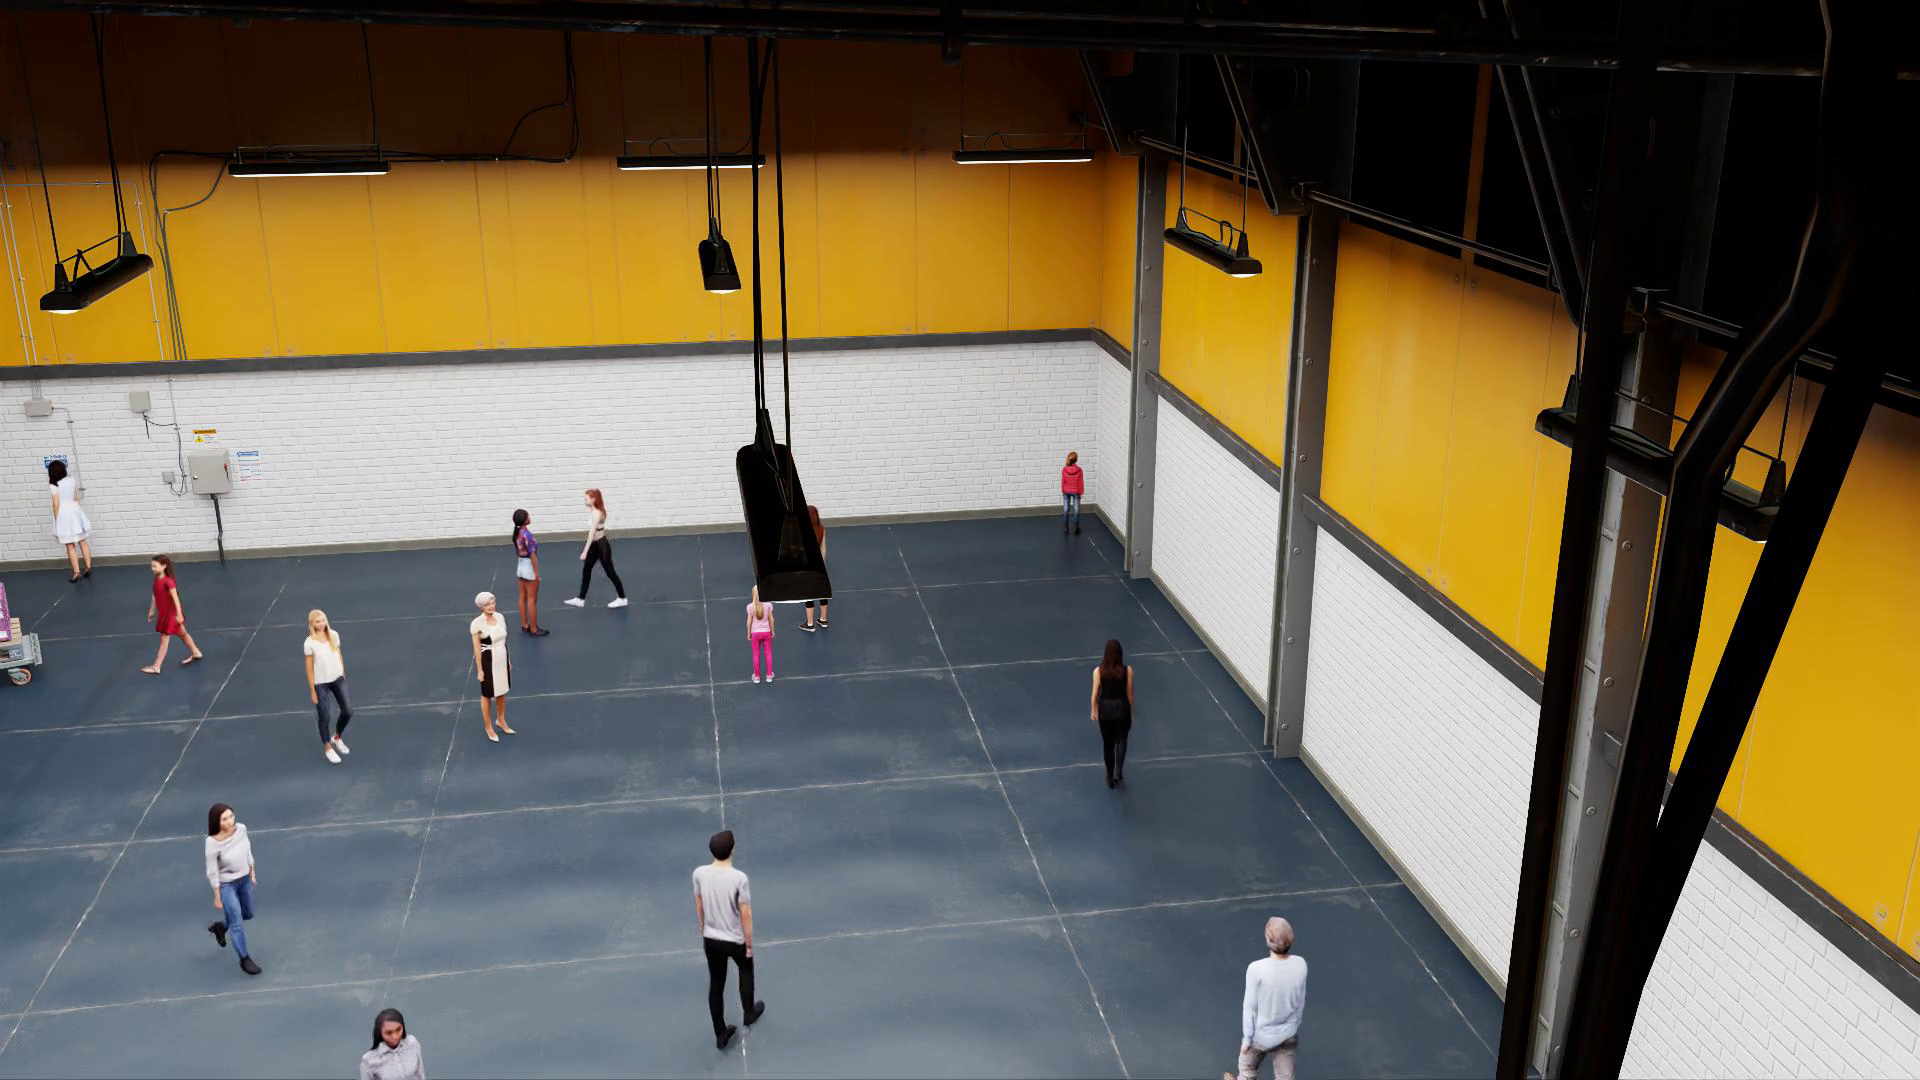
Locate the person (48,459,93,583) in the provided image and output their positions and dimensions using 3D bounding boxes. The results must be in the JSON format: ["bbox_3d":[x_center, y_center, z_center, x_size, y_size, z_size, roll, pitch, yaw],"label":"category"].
[{"bbox_3d":[-12.796,-0.277,23.901,0.915,1.814,0.845,10,21,26],"label":"person"}]

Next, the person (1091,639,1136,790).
[{"bbox_3d":[1.644,1.885,17.690,0.661,1.680,0.648,0,19,1],"label":"person"}]

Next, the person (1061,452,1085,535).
[{"bbox_3d":[1.754,-0.740,26.057,0.576,1.315,0.592,4,19,12],"label":"person"}]

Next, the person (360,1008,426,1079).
[{"bbox_3d":[-3.849,3.973,11.421,0.668,1.723,0.669,-15,24,-38],"label":"person"}]

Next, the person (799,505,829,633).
[{"bbox_3d":[-1.954,0.360,22.146,0.641,1.726,0.659,-16,24,-39],"label":"person"}]

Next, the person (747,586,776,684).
[{"bbox_3d":[-2.457,1.142,20.538,0.489,1.271,0.503,-4,19,-11],"label":"person"}]

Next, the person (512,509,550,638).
[{"bbox_3d":[-5.718,0.418,21.950,0.726,1.741,0.623,-16,25,-40],"label":"person"}]

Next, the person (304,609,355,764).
[{"bbox_3d":[-7.041,1.588,18.383,0.789,1.800,0.738,15,23,37],"label":"person"}]

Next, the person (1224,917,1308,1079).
[{"bbox_3d":[2.314,3.679,12.103,0.692,1.846,1.122,-4,19,-11],"label":"person"}]

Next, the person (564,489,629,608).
[{"bbox_3d":[-4.835,0.141,22.828,0.809,1.706,1.068,-8,20,-22],"label":"person"}]

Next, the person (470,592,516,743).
[{"bbox_3d":[-5.333,1.420,18.952,0.752,1.756,0.683,12,22,31],"label":"person"}]

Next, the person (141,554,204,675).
[{"bbox_3d":[-9.862,0.895,20.899,1.019,1.509,1.043,14,23,36],"label":"person"}]

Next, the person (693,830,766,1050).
[{"bbox_3d":[-1.925,3.251,13.373,0.922,1.846,1.024,6,19,16],"label":"person"}]

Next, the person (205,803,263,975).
[{"bbox_3d":[-6.388,3.005,14.465,0.930,1.616,0.926,8,20,22],"label":"person"}]
